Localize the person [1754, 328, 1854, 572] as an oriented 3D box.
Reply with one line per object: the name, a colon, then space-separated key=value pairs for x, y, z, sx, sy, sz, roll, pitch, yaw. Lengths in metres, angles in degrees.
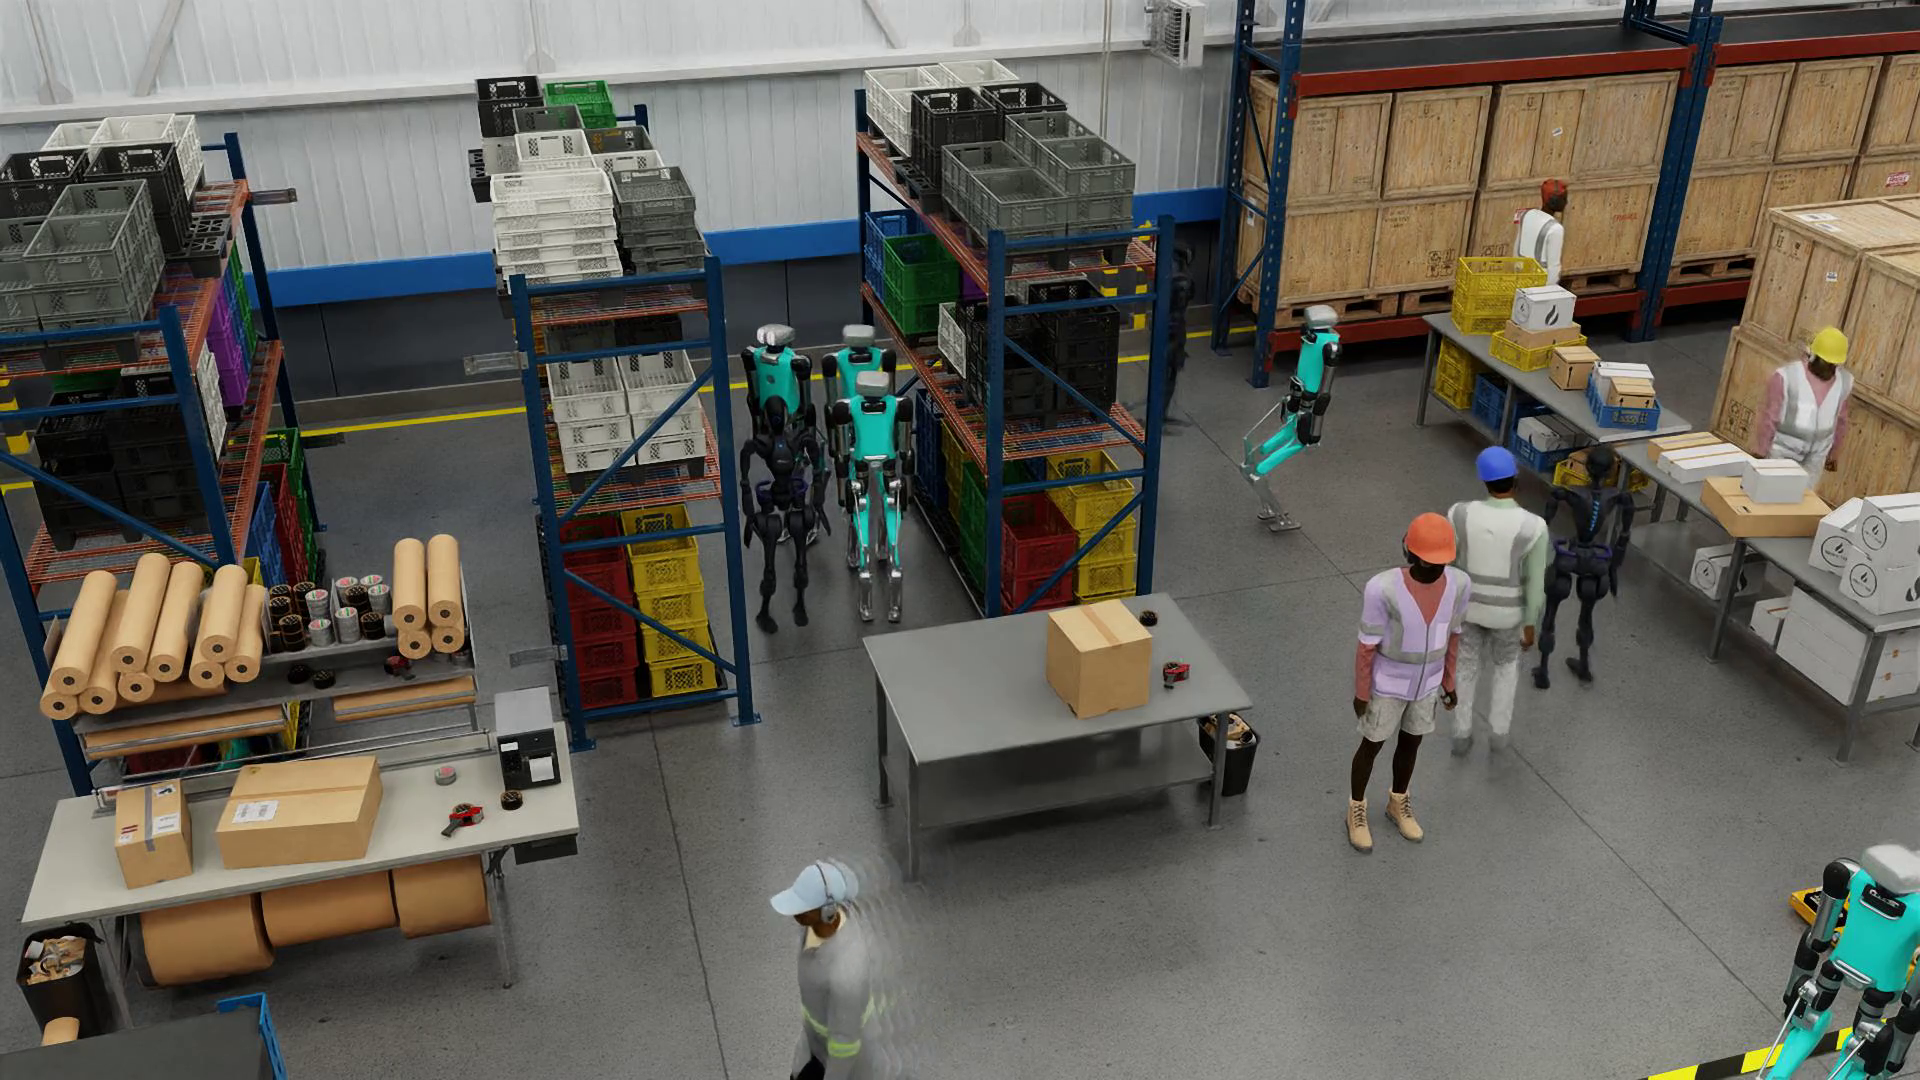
person: x=5.928 y=-0.656 z=11.742 sx=0.612 sy=1.811 sz=0.470 roll=1 pitch=29 yaw=1

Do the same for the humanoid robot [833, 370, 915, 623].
humanoid robot: x=-0.542 y=-0.214 z=10.967 sx=0.530 sy=1.742 sz=0.691 roll=-3 pitch=29 yaw=-5

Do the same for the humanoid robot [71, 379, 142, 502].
humanoid robot: x=-6.329 y=-0.838 z=12.235 sx=0.610 sy=1.629 sz=0.445 roll=18 pitch=33 yaw=29

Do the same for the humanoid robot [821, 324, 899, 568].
humanoid robot: x=-0.644 y=-0.601 z=11.660 sx=0.531 sy=1.715 sz=0.764 roll=-7 pitch=29 yaw=-12

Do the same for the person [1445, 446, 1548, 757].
person: x=3.089 y=0.376 z=9.783 sx=0.635 sy=1.899 sz=0.547 roll=15 pitch=32 yaw=25

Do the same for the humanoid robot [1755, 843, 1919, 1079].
humanoid robot: x=3.519 y=2.032 z=6.804 sx=0.735 sy=1.673 sz=0.533 roll=-18 pitch=34 yaw=-29

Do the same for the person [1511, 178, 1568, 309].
person: x=5.021 y=-2.226 z=14.537 sx=0.356 sy=1.881 sz=0.573 roll=-8 pitch=30 yaw=-13

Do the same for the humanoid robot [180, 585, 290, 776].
humanoid robot: x=-3.837 y=1.104 z=8.660 sx=0.532 sy=1.826 sz=0.720 roll=24 pitch=37 yaw=37

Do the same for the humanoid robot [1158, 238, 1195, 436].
humanoid robot: x=1.740 y=-1.690 z=13.789 sx=0.371 sy=1.671 sz=0.596 roll=-2 pitch=29 yaw=-4

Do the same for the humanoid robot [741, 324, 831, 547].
humanoid robot: x=-1.182 y=-0.799 z=12.042 sx=0.530 sy=1.747 sz=0.689 roll=12 pitch=31 yaw=21

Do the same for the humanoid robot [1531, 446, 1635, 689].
humanoid robot: x=3.831 y=0.166 z=10.391 sx=0.603 sy=1.658 sz=0.342 roll=3 pitch=29 yaw=6

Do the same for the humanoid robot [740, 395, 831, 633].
humanoid robot: x=-1.159 y=-0.177 z=11.018 sx=0.587 sy=1.654 sz=0.361 roll=-8 pitch=30 yaw=-15

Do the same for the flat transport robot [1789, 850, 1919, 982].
flat transport robot: x=5.163 y=1.916 z=8.676 sx=1.431 sy=0.231 sz=0.659 roll=-8 pitch=30 yaw=-14

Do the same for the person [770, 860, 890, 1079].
person: x=-0.509 y=2.046 z=6.843 sx=0.972 sy=1.804 sz=0.605 roll=-10 pitch=30 yaw=-18

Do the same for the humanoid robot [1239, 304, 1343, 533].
humanoid robot: x=2.337 y=-0.872 z=12.118 sx=0.730 sy=1.696 sz=0.534 roll=-5 pitch=29 yaw=-10

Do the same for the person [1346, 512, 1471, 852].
person: x=2.405 y=0.765 z=8.929 sx=0.605 sy=2.045 sz=0.376 roll=-6 pitch=29 yaw=-11
